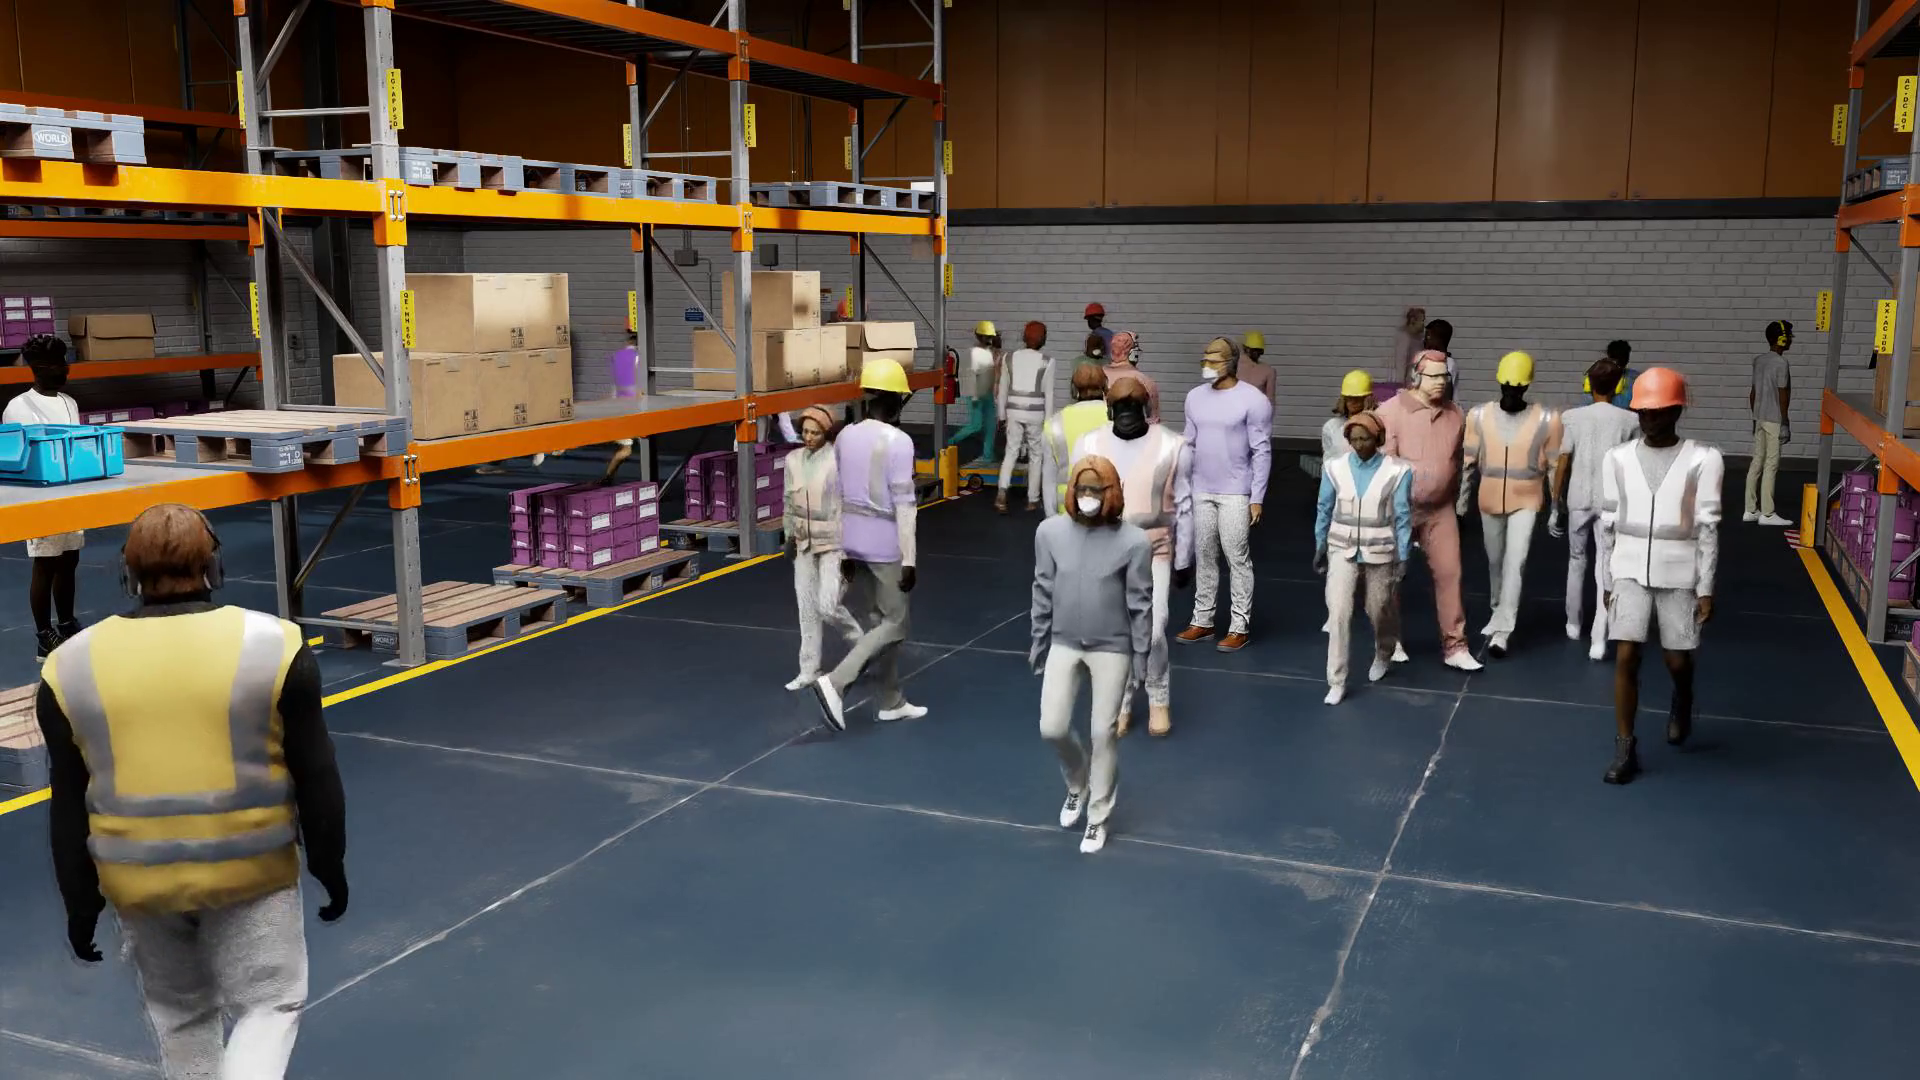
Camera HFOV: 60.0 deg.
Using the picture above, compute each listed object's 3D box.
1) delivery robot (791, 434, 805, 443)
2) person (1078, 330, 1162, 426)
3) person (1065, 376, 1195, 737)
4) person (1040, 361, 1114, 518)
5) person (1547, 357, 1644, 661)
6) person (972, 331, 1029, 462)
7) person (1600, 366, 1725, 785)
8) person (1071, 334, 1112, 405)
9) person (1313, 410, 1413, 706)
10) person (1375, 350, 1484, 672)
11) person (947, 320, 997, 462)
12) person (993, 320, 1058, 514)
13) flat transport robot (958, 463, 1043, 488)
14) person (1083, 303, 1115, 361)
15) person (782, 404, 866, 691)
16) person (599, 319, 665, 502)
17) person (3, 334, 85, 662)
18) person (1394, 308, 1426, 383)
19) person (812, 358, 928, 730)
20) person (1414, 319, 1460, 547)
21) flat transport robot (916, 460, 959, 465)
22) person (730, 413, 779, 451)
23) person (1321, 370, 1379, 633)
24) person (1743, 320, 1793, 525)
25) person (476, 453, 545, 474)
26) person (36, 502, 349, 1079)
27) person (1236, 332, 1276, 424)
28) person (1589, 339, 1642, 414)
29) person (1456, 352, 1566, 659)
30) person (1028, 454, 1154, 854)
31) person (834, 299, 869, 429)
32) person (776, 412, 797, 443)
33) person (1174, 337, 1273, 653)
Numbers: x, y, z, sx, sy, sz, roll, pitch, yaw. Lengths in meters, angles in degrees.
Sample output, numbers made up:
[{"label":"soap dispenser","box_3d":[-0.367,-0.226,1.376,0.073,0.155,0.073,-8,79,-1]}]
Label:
[{"label":"delivery robot","box_3d":[-1.703,-0.892,17.843,0.707,0.478,0.477,-9,13,-43]},{"label":"person","box_3d":[1.175,-0.552,11.995,0.652,1.906,0.403,7,11,34]},{"label":"person","box_3d":[0.839,0.097,8.326,0.634,1.825,0.468,3,10,18]},{"label":"person","box_3d":[0.778,-0.128,9.700,0.644,1.820,0.631,2,10,13]},{"label":"person","box_3d":[3.911,-0.203,10.189,0.554,1.811,0.997,3,10,20]},{"label":"person","box_3d":[0.520,-1.741,20.143,0.768,1.599,0.547,-3,10,-20]},{"label":"person","box_3d":[3.261,0.143,7.746,0.546,1.921,0.769,7,11,35]},{"label":"person","box_3d":[1.542,-1.477,18.465,0.557,1.616,0.550,-5,11,-28]},{"label":"person","box_3d":[2.239,0.061,9.195,0.540,1.599,0.830,4,10,25]},{"label":"person","box_3d":[2.720,-0.155,9.681,0.653,1.870,0.876,-2,10,-13]},{"label":"person","box_3d":[0.177,-1.696,19.446,0.652,1.744,0.522,5,11,27]},{"label":"person","box_3d":[0.612,-1.158,15.868,0.622,1.864,0.855,3,10,19]},{"label":"flat transport robot","box_3d":[0.567,-0.687,17.755,1.431,0.197,0.652,3,10,18]},{"label":"person","box_3d":[1.674,-1.955,20.504,0.432,1.913,0.610,6,11,31]},{"label":"person","box_3d":[-0.736,0.043,9.231,0.577,1.619,0.467,7,12,36]},{"label":"person","box_3d":[-3.259,-1.269,16.355,0.555,1.908,0.784,6,11,32]},{"label":"person","box_3d":[-5.425,-0.249,9.979,0.367,1.966,0.607,0,9,-1]},{"label":"person","box_3d":[5.483,-1.864,20.095,0.981,1.853,0.652,4,10,21]},{"label":"person","box_3d":[-0.469,0.037,8.438,0.686,1.903,0.613,-7,12,-37]},{"label":"person","box_3d":[4.035,-0.897,14.045,0.391,1.920,0.593,2,10,10]},{"label":"flat transport robot","box_3d":[-0.767,-0.764,18.224,1.431,0.197,0.652,3,10,18]},{"label":"person","box_3d":[-2.073,-1.307,16.645,0.572,1.883,0.356,-8,12,-39]},{"label":"person","box_3d":[2.638,-0.275,10.933,0.489,1.713,0.743,5,11,29]},{"label":"person","box_3d":[7.446,-1.073,15.255,0.326,1.874,0.519,-1,9,-7]},{"label":"person","box_3d":[-5.165,-1.736,18.973,0.735,1.972,0.615,-8,12,-39]},{"label":"person","box_3d":[-1.814,0.822,3.961,0.650,1.817,0.702,-2,10,-11]},{"label":"person","box_3d":[2.931,-1.259,16.876,0.520,1.716,0.915,1,9,8]},{"label":"person","box_3d":[6.181,-1.049,15.671,0.535,1.679,0.372,0,9,-2]},{"label":"person","box_3d":[3.380,-0.236,10.265,0.614,1.849,1.092,6,11,32]},{"label":"person","box_3d":[0.521,0.457,6.722,0.526,1.619,0.353,3,10,19]},{"label":"person","box_3d":[-1.301,-1.902,19.977,0.921,1.971,0.635,1,9,4]},{"label":"person","box_3d":[-2.205,-1.726,19.273,0.650,1.863,0.952,7,11,34]},{"label":"person","box_3d":[1.613,-0.281,10.256,0.637,1.936,0.355,9,13,44]}]
